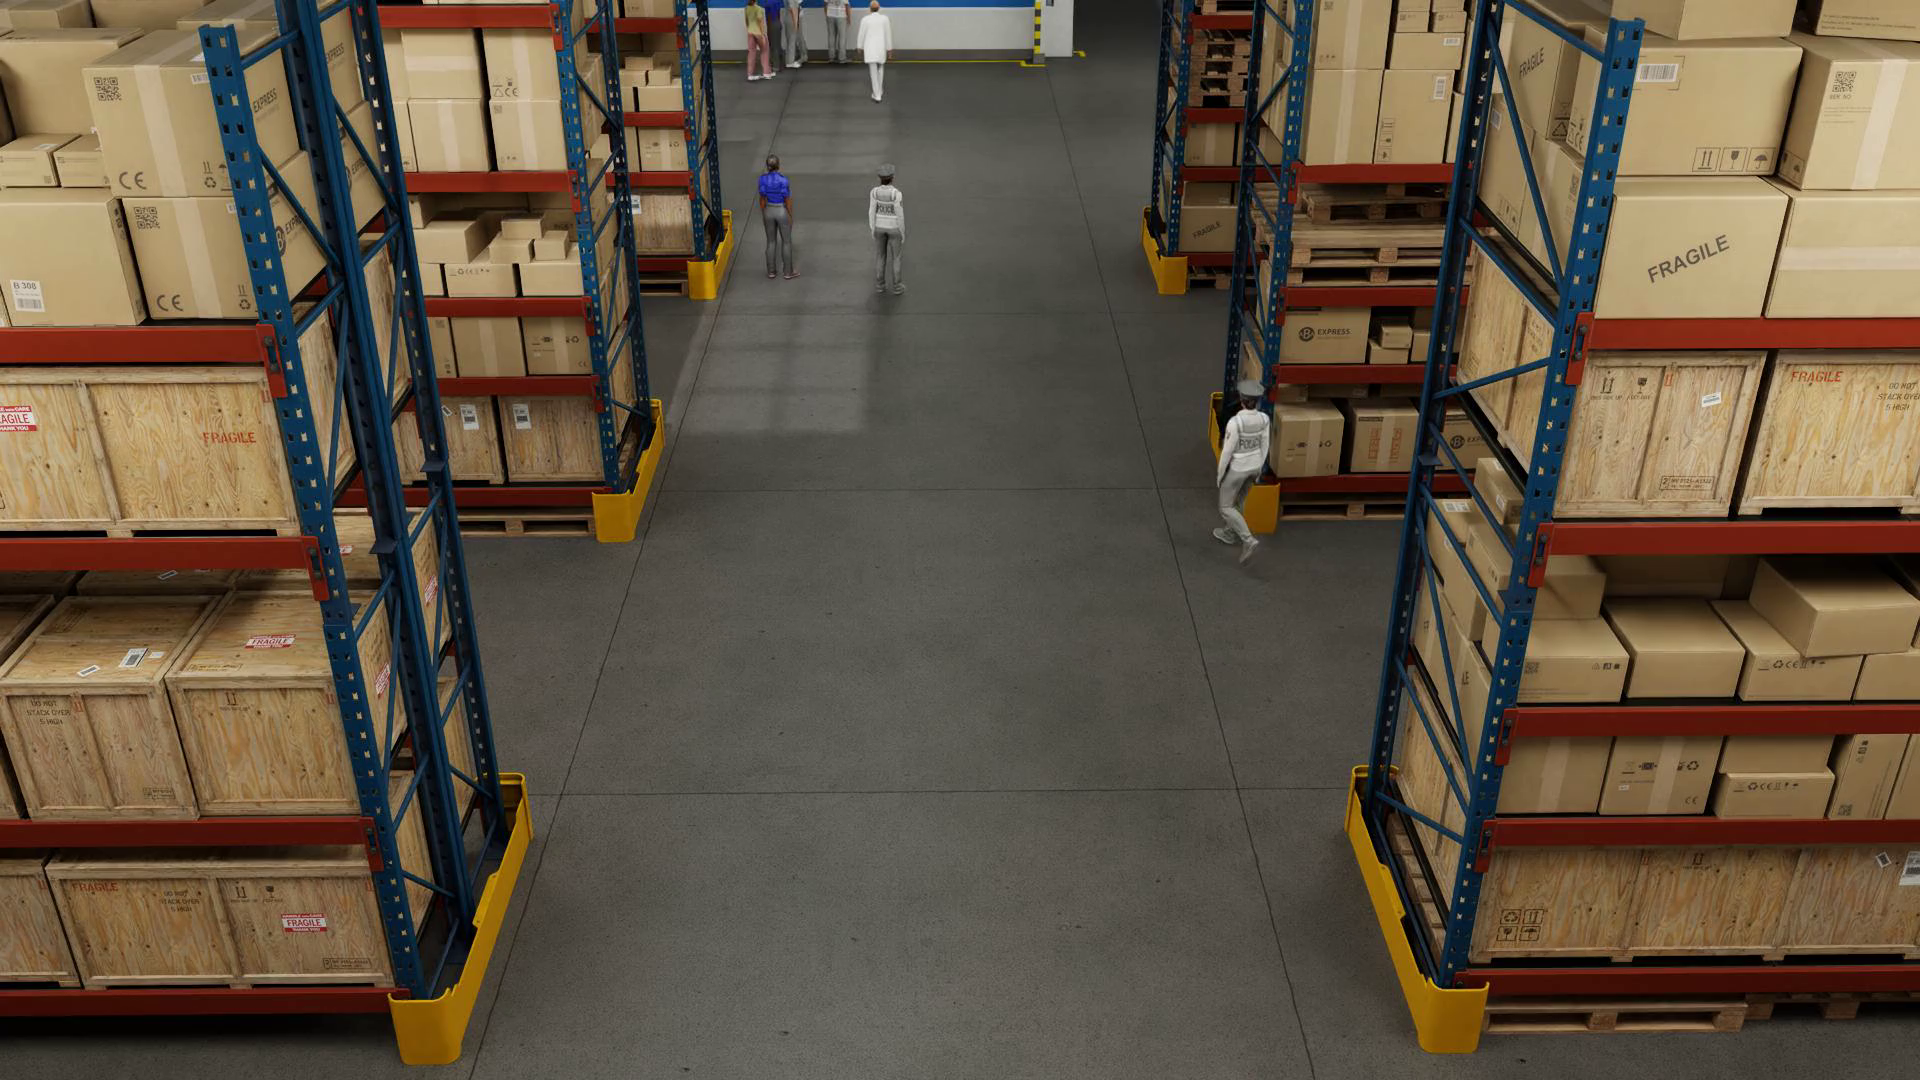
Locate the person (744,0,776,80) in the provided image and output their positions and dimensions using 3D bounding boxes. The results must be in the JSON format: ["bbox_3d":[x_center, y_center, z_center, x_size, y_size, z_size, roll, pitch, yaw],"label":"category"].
[{"bbox_3d":[-3.892,-9.776,32.154,0.528,1.658,0.716,14,31,24],"label":"person"}]

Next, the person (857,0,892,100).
[{"bbox_3d":[-1.603,-9.109,30.801,0.601,1.760,0.854,-9,30,-16],"label":"person"}]

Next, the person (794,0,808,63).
[{"bbox_3d":[-3.333,-10.536,33.478,0.432,1.759,0.595,-11,30,-19],"label":"person"}]

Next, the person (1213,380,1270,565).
[{"bbox_3d":[2.586,-0.630,15.167,0.497,1.656,0.781,-16,32,-27],"label":"person"}]

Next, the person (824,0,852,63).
[{"bbox_3d":[-2.443,-10.502,33.391,0.549,1.769,0.438,11,30,19],"label":"person"}]

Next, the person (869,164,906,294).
[{"bbox_3d":[-0.924,-4.012,21.450,0.474,1.689,0.354,8,29,15],"label":"person"}]

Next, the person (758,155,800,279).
[{"bbox_3d":[-2.406,-4.283,21.991,0.444,1.660,0.341,7,29,13],"label":"person"}]

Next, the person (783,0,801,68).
[{"bbox_3d":[-3.363,-10.269,33.084,0.341,1.681,0.506,-10,30,-18],"label":"person"}]

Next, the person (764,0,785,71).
[{"bbox_3d":[-3.689,-10.098,32.803,0.331,1.659,0.485,10,30,18],"label":"person"}]
